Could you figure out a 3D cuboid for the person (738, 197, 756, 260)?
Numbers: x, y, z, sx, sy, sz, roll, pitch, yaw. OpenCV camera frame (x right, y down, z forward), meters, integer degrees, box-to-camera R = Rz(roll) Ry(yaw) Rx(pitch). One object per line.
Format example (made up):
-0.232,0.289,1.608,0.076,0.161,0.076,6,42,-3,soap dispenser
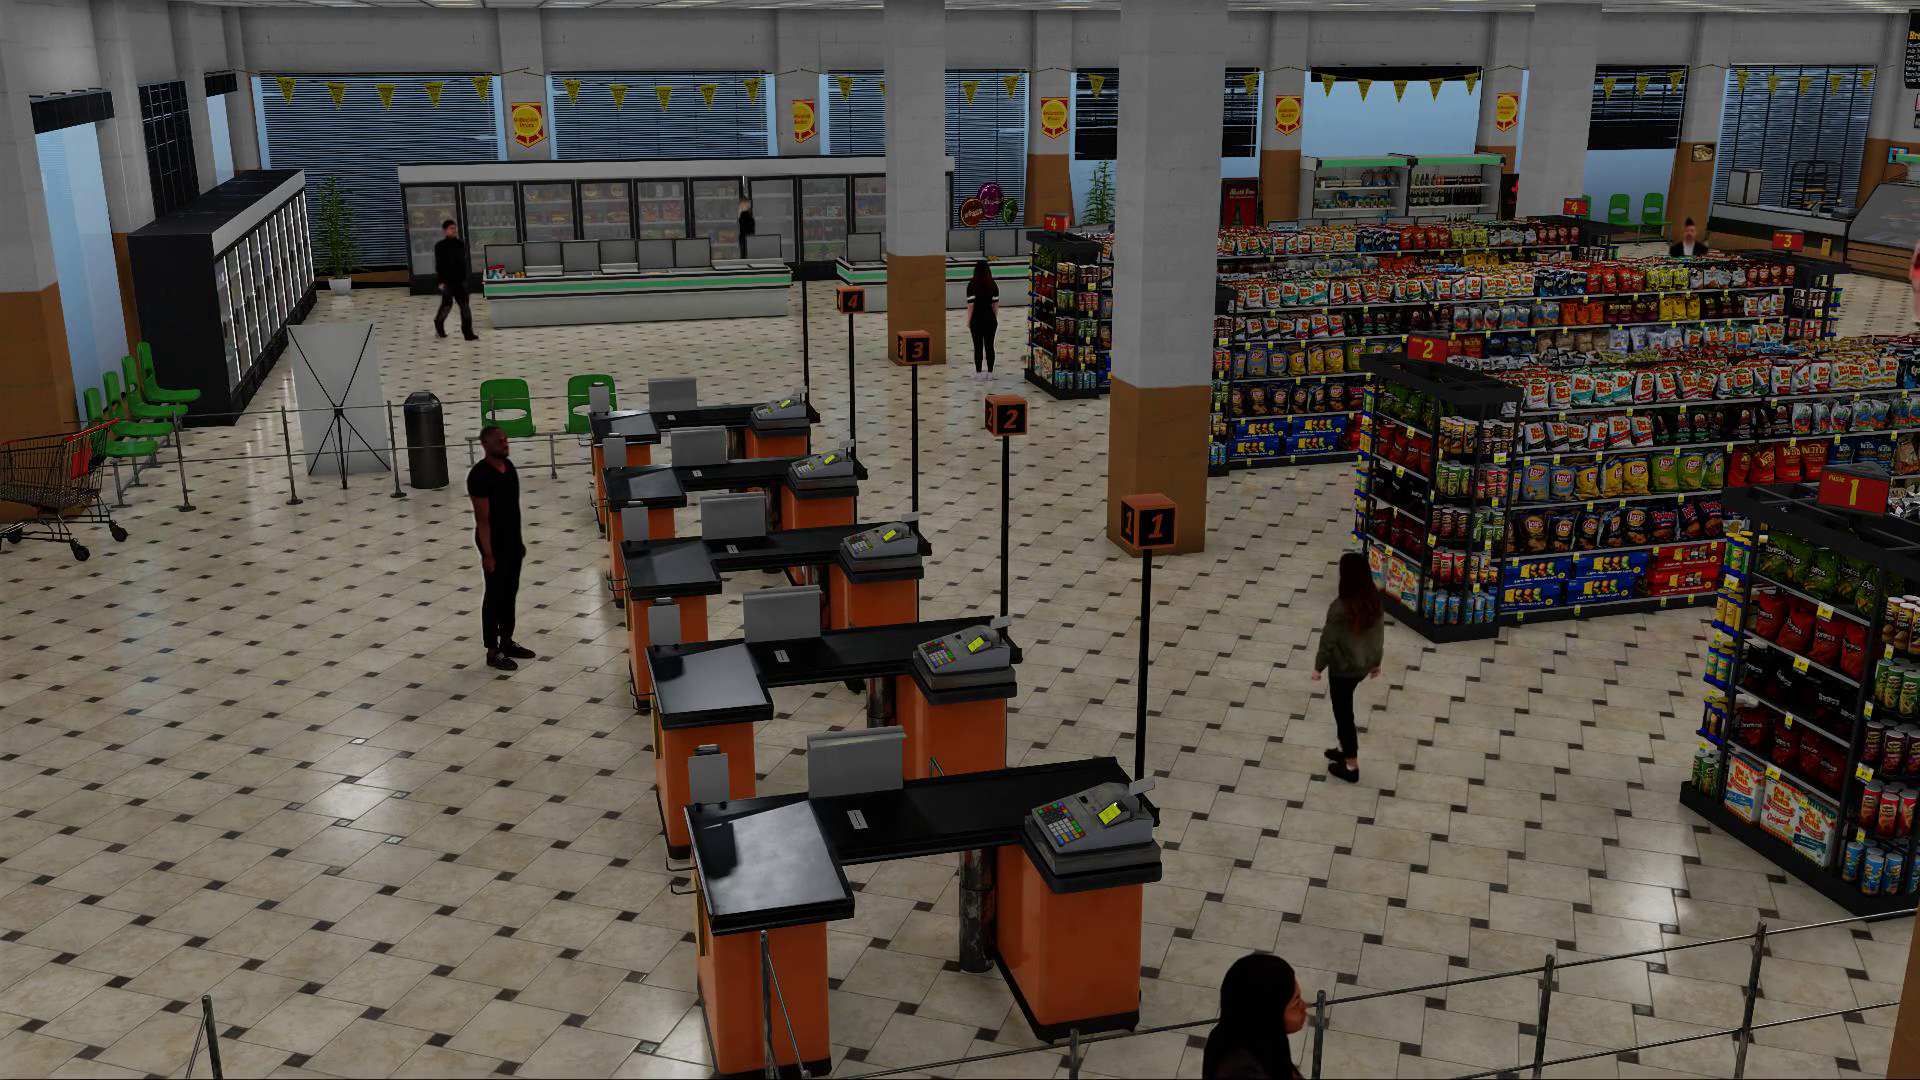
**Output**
-4.034,-5.444,30.626,1.007,1.663,0.612,-4,17,-14,person

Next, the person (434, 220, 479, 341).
-7.836,-3.966,25.510,1.197,1.807,1.224,14,22,39,person

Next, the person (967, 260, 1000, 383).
0.305,-2.979,22.551,0.501,1.638,0.653,-5,17,-15,person

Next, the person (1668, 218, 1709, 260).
10.823,-3.811,24.843,1.214,1.898,1.248,8,19,25,person

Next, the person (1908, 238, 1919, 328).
15.550,-4.303,26.814,1.075,1.694,1.203,12,21,34,person

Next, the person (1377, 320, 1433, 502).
4.600,-1.266,16.546,0.988,1.849,0.675,-5,18,-16,person

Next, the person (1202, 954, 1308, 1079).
0.895,2.151,5.305,0.685,1.841,0.706,0,17,0,person

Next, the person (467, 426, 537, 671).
-3.405,0.039,12.301,0.741,1.819,0.746,5,18,16,person

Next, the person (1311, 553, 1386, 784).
2.485,0.815,10.354,0.633,1.466,0.741,-11,20,-31,person
